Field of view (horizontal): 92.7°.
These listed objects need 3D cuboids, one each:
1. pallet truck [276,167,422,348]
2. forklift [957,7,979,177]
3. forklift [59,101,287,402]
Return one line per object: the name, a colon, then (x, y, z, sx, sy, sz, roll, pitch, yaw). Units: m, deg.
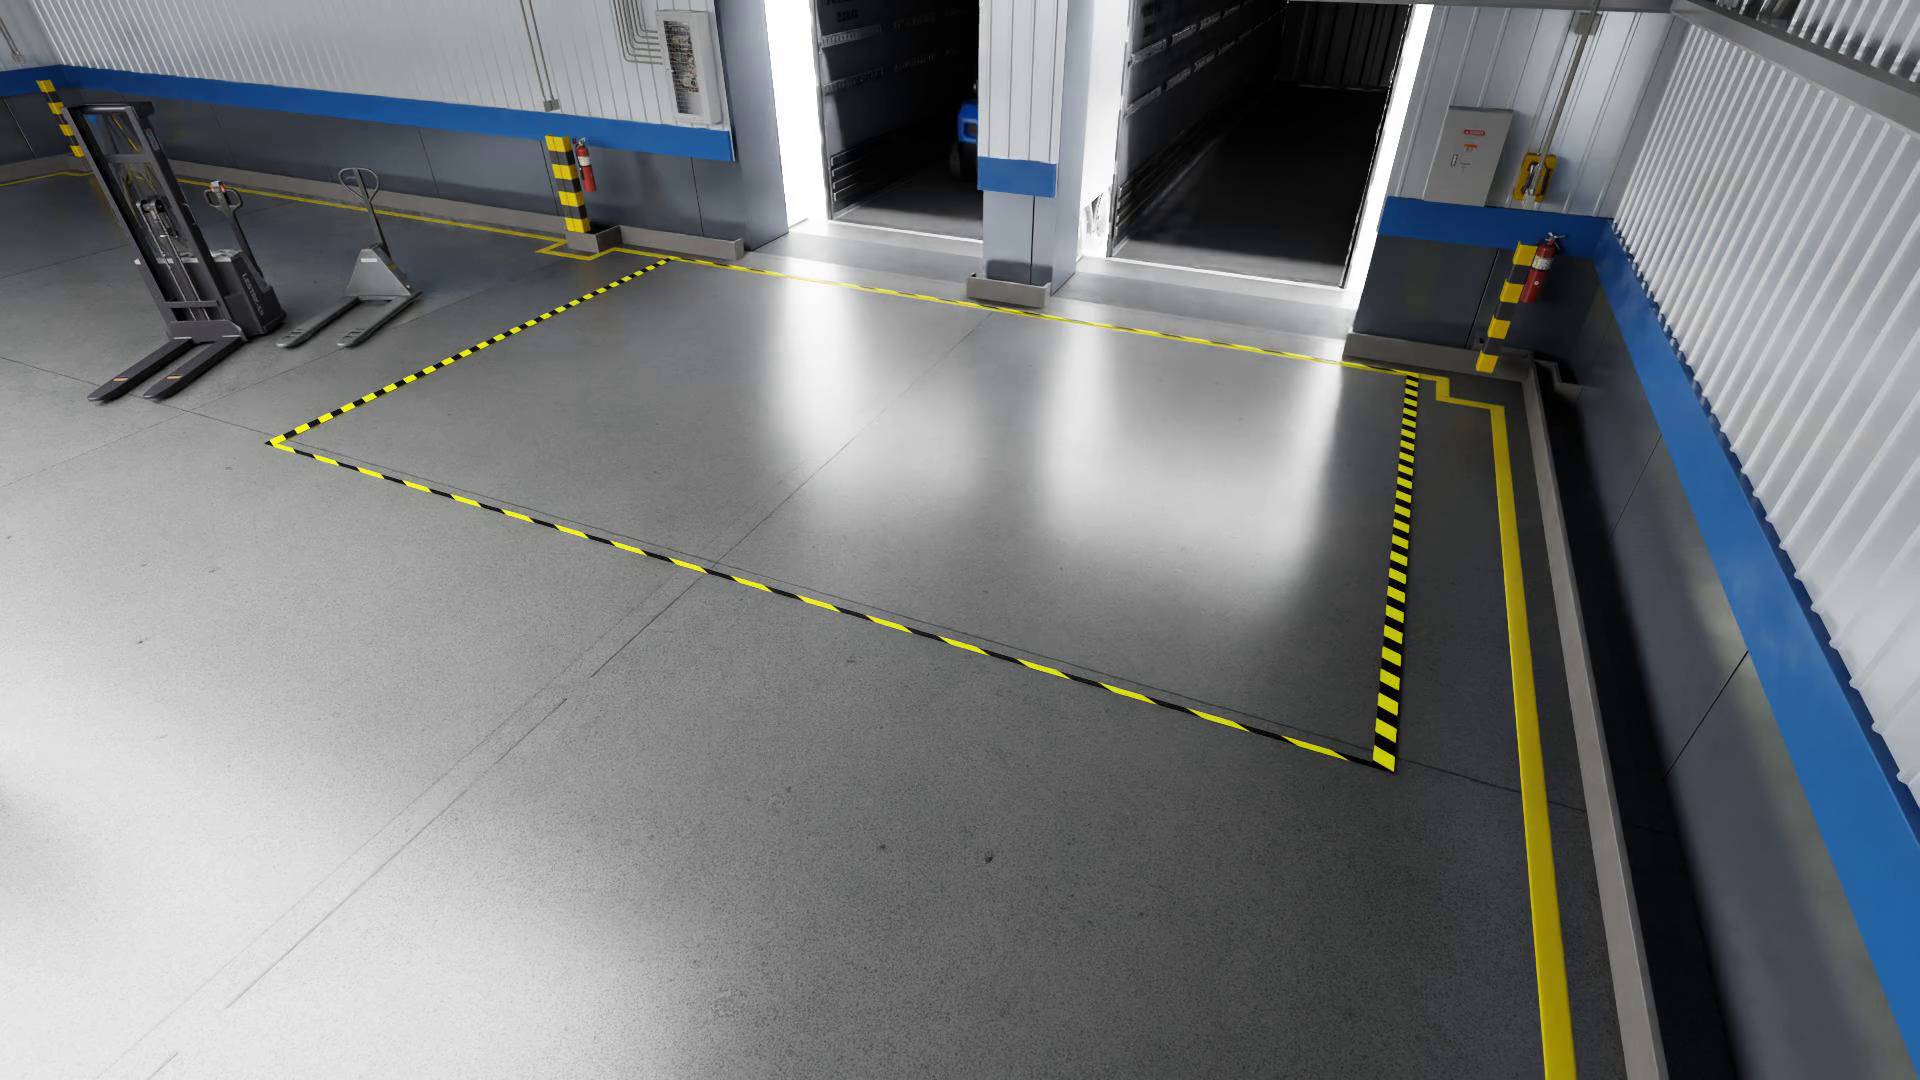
pallet truck: (-5.732, -2.611, 8.414, 0.680, 1.201, 1.601, -1, 35, -1)
forklift: (0.939, -6.391, 12.849, 1.157, 2.036, 2.680, 16, 38, 21)
forklift: (-6.686, -2.387, 7.434, 0.823, 1.965, 1.885, -3, 35, -5)
